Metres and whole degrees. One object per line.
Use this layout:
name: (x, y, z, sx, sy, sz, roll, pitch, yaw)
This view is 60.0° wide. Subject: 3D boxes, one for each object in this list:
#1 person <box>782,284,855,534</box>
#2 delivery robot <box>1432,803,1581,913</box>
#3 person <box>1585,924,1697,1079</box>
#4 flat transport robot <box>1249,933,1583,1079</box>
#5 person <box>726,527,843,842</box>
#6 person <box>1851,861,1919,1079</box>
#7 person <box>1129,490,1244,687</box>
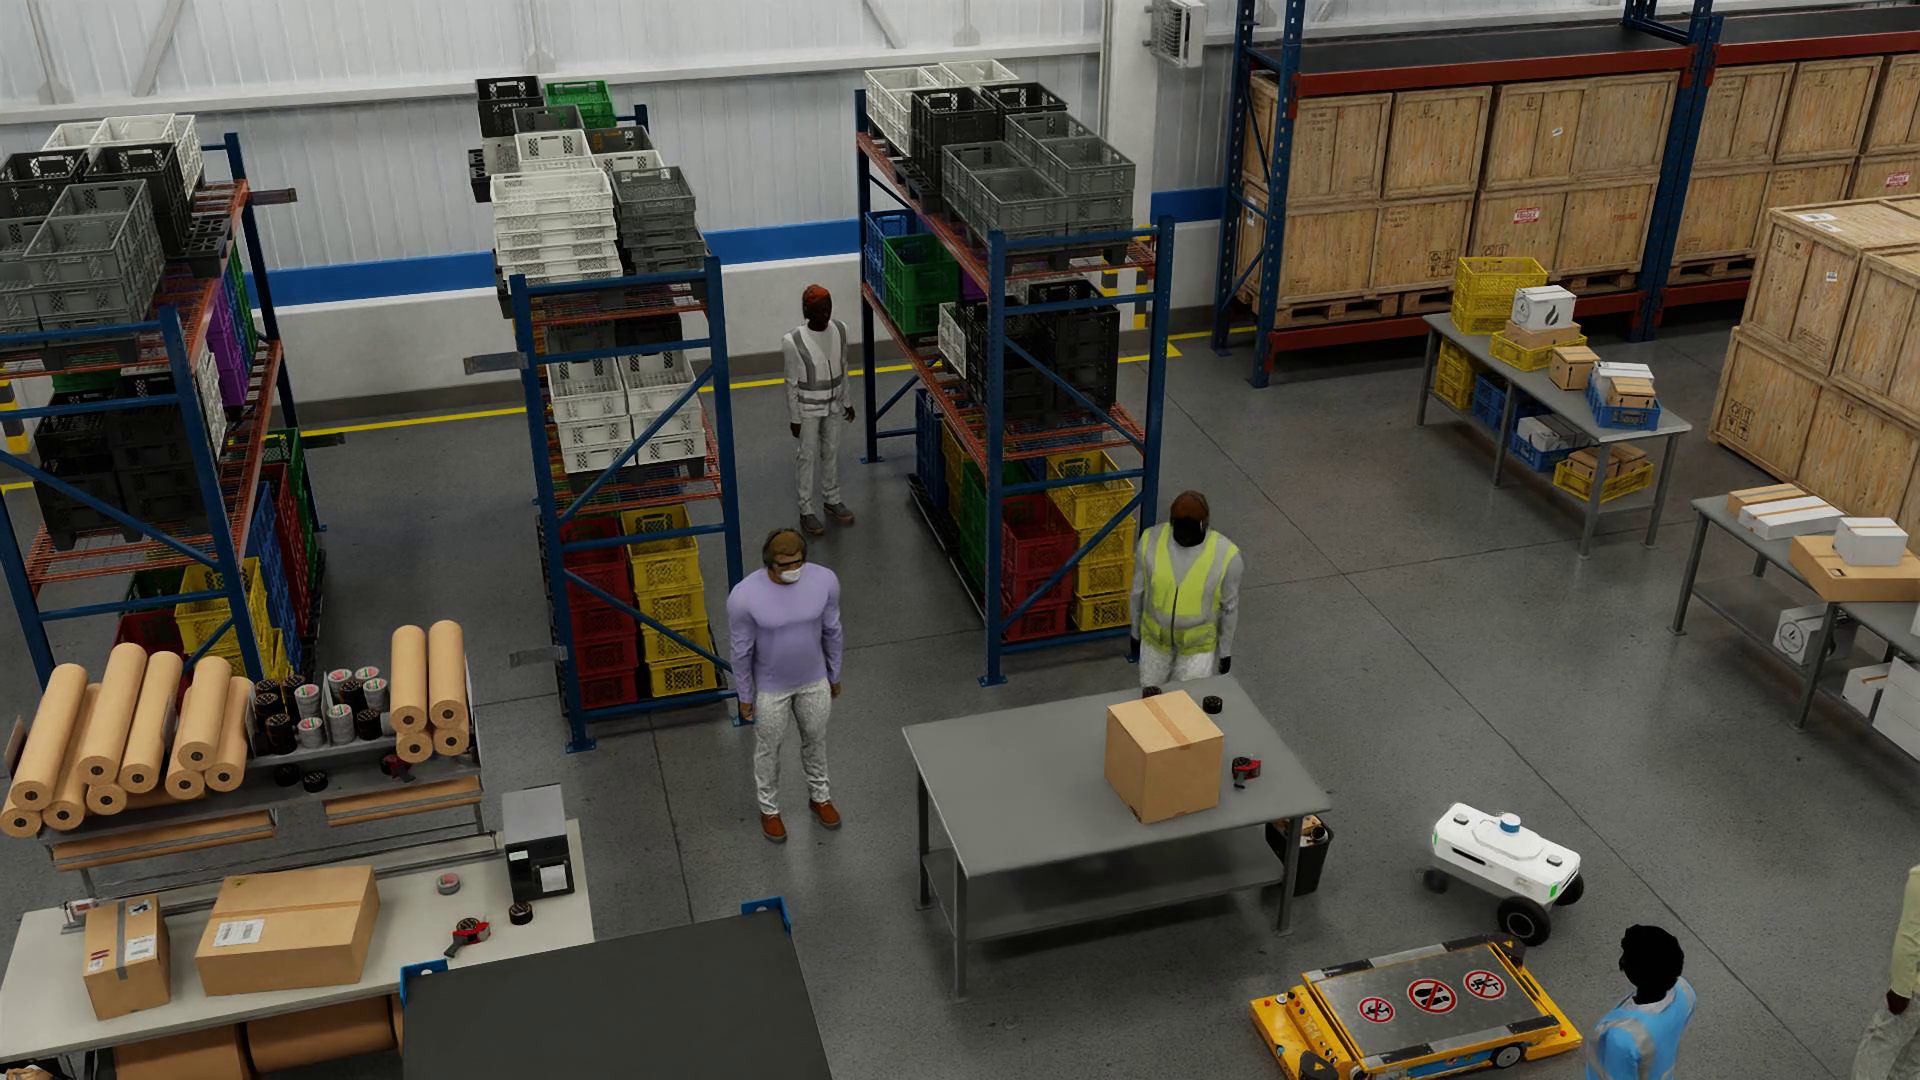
person: (-1.026, -0.970, 12.238, 0.572, 1.883, 0.356, -24, 37, -37)
delivery robot: (2.855, 1.656, 8.733, 0.707, 0.478, 0.477, 22, 36, 35)
person: (2.635, 2.224, 6.619, 0.533, 1.692, 0.319, -24, 37, -37)
flat transport robot: (2.184, 2.282, 7.980, 1.431, 0.197, 0.652, -8, 30, -14)
person: (-0.925, 0.766, 9.030, 0.629, 1.932, 0.358, -12, 31, -21)
person: (4.243, 1.848, 7.168, 0.588, 1.827, 0.404, -11, 31, -19)
person: (1.260, 0.550, 9.525, 0.626, 1.849, 0.429, 11, 31, 19)
